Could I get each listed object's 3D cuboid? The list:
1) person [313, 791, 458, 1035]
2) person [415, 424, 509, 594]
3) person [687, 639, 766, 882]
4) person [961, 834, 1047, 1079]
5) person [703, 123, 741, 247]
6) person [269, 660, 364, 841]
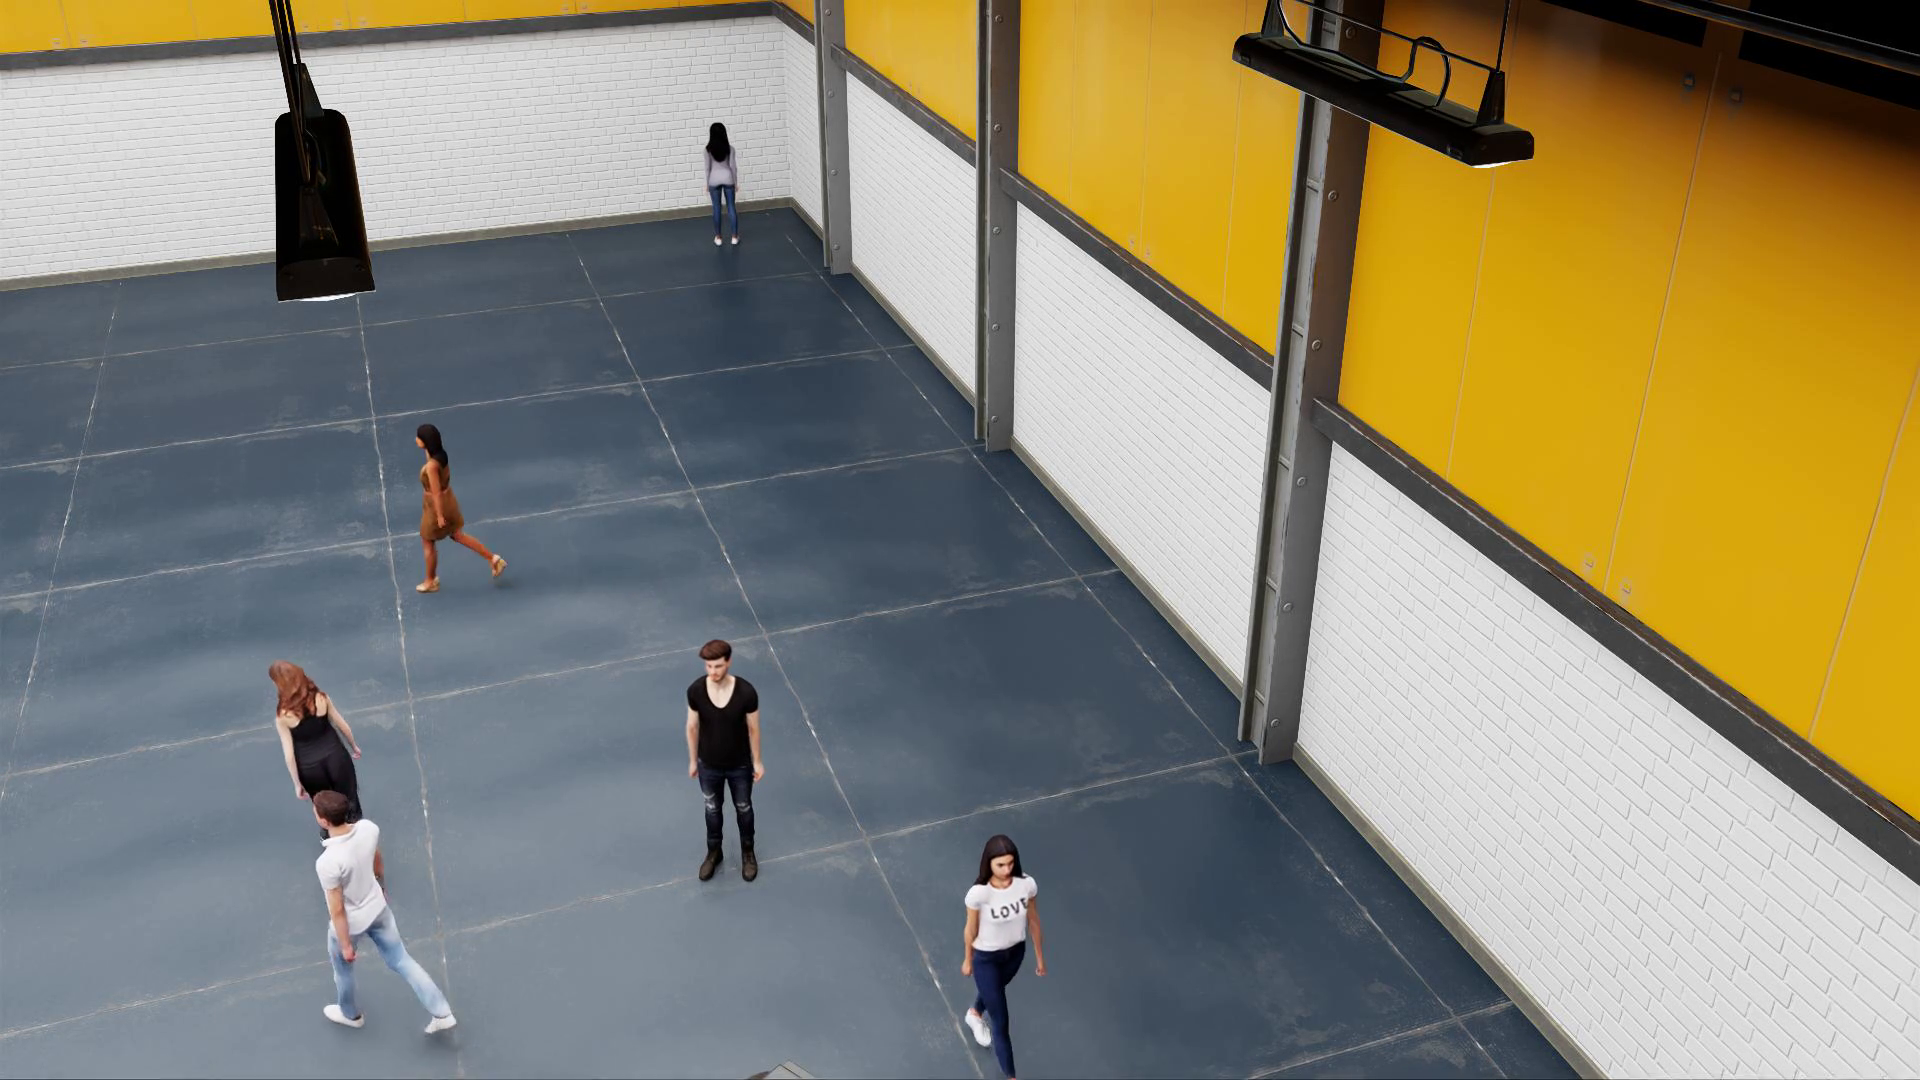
[{"bbox_3d":[-3.522,2.304,10.026,1.213,1.820,1.185,11,31,20],"label":"person"},{"bbox_3d":[-4.562,-0.262,14.896,0.803,1.661,1.056,-3,29,-5],"label":"person"},{"bbox_3d":[-1.611,1.492,11.435,0.753,1.896,0.721,2,29,3],"label":"person"},{"bbox_3d":[0.195,2.440,9.873,0.690,1.727,1.151,-13,31,-22],"label":"person"},{"bbox_3d":[-3.383,-5.052,23.600,0.646,1.734,0.582,-5,29,-8],"label":"person"},{"bbox_3d":[-4.336,1.619,11.412,0.886,1.694,1.215,-15,32,-26],"label":"person"}]
